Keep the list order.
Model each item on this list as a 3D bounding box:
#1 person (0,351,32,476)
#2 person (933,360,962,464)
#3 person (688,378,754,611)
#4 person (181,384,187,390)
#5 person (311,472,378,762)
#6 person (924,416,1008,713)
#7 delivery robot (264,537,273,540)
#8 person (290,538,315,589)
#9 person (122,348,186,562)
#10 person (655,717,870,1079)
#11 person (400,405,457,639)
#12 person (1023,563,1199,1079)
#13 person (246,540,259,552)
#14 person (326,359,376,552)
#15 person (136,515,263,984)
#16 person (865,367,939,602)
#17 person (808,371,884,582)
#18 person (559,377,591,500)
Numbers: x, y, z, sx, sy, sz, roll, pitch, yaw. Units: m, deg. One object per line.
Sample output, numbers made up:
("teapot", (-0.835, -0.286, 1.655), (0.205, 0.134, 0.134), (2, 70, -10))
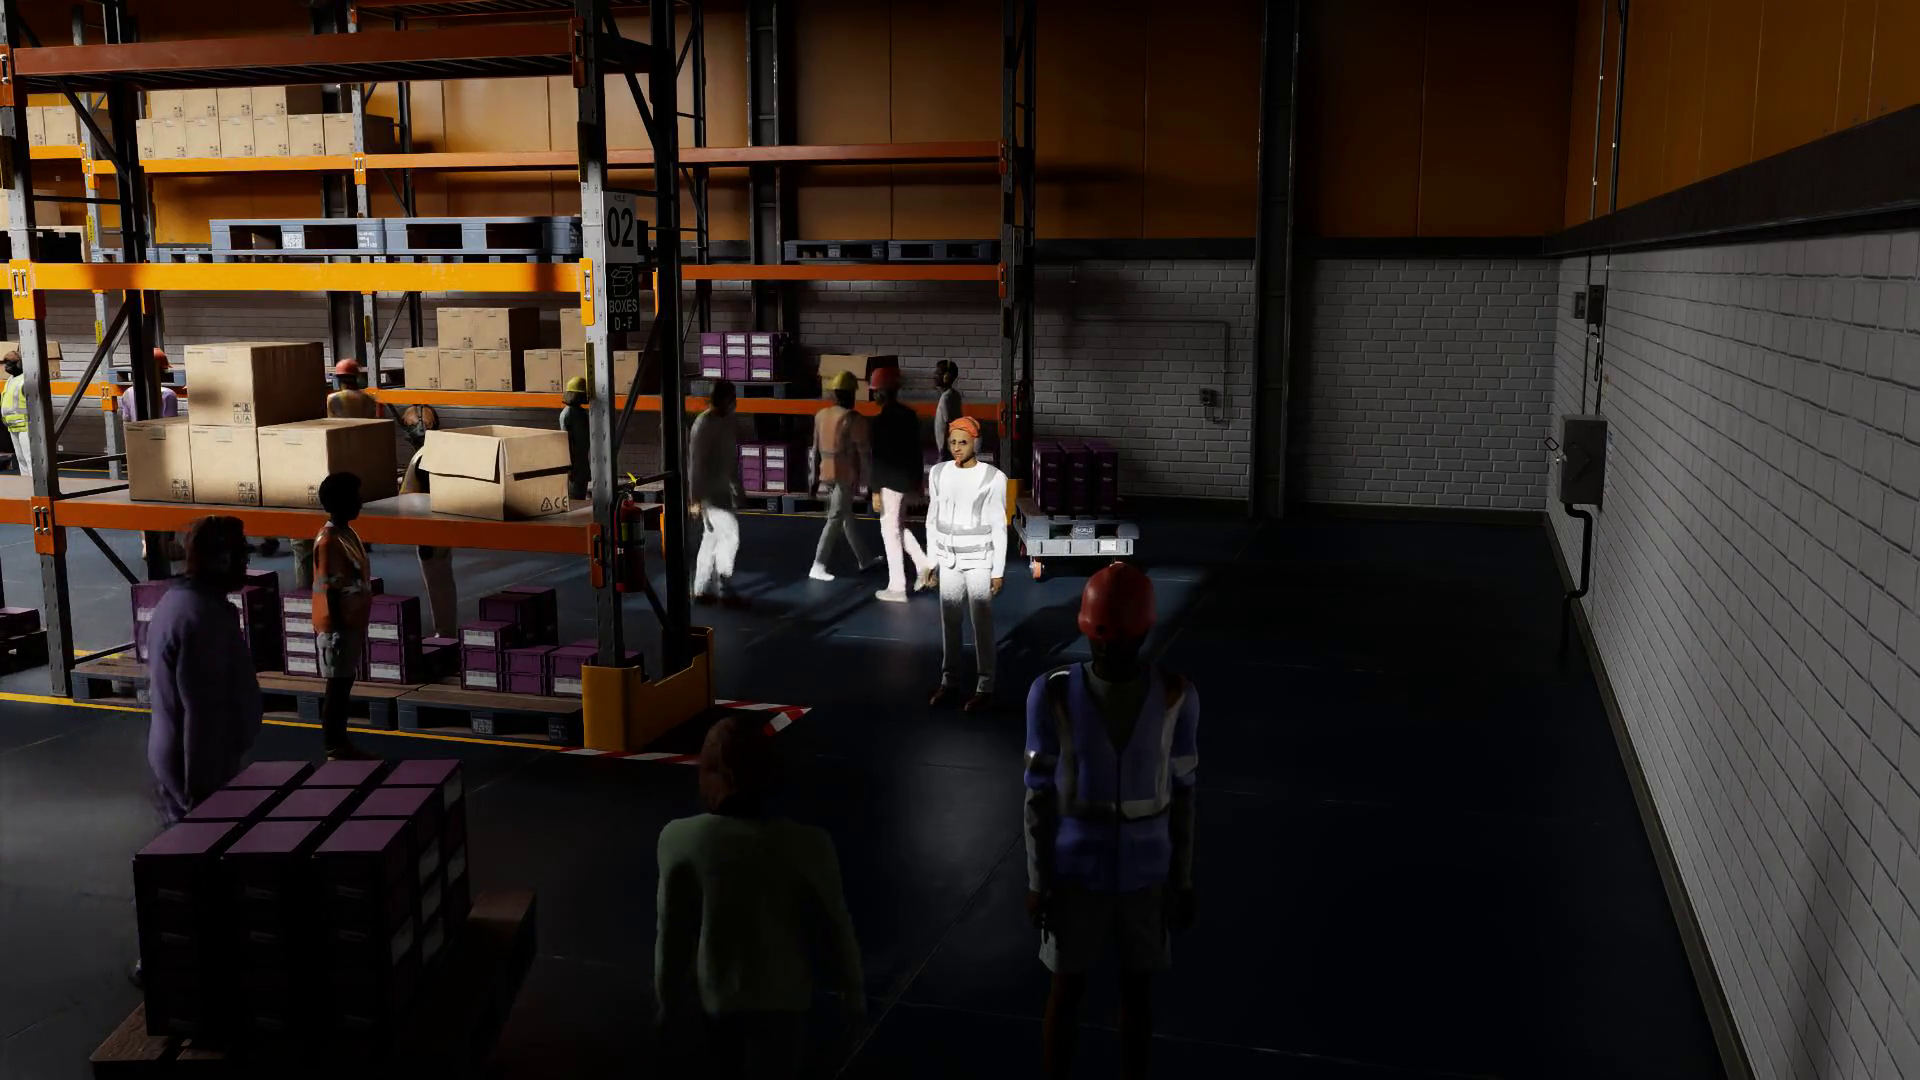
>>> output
("person", (-11.061, -1.316, 19.639), (0.624, 1.836, 0.429), (8, 12, 41))
("person", (-0.137, -0.888, 16.943), (0.364, 1.881, 0.552), (2, 9, 10))
("person", (-1.909, -0.368, 13.597), (0.726, 1.911, 0.657), (2, 9, 11))
("person", (-6.545, -0.527, 14.499), (0.360, 1.935, 0.552), (-1, 9, -5))
("person", (-3.402, 0.464, 9.184), (0.318, 1.698, 0.539), (-2, 9, -11))
("person", (0.039, 0.150, 10.566), (0.580, 1.879, 0.348), (6, 11, 33))
("delivery robot", (-6.498, -0.183, 16.325), (0.707, 0.478, 0.477), (-3, 10, -16))
("person", (-5.162, -0.273, 13.271), (0.597, 1.831, 0.403), (-5, 11, -30))
("person", (-7.677, -0.815, 15.934), (0.611, 2.042, 0.394), (3, 10, 17))
("person", (-0.541, 1.266, 4.639), (0.558, 1.578, 0.878), (2, 10, 12))
("person", (-3.789, -0.047, 11.898), (0.429, 1.837, 0.621), (-2, 10, -14))
("person", (0.466, 1.017, 5.112), (0.542, 1.931, 0.376), (-1, 9, -4))
("person", (-7.137, -0.755, 16.444), (0.518, 1.756, 0.345), (7, 11, 35))
("person", (-6.011, -0.828, 16.439), (0.569, 1.903, 0.555), (-9, 13, -42))
("person", (-2.869, 0.849, 6.302), (0.463, 1.878, 0.669), (-6, 11, -33))
("person", (-0.542, -0.462, 13.981), (0.552, 1.973, 0.652), (5, 11, 29))
("person", (-1.037, -0.580, 15.009), (0.605, 1.871, 1.017), (8, 12, 41))
("person", (-3.761, -0.740, 16.400), (0.324, 1.740, 0.492), (2, 9, 10))
